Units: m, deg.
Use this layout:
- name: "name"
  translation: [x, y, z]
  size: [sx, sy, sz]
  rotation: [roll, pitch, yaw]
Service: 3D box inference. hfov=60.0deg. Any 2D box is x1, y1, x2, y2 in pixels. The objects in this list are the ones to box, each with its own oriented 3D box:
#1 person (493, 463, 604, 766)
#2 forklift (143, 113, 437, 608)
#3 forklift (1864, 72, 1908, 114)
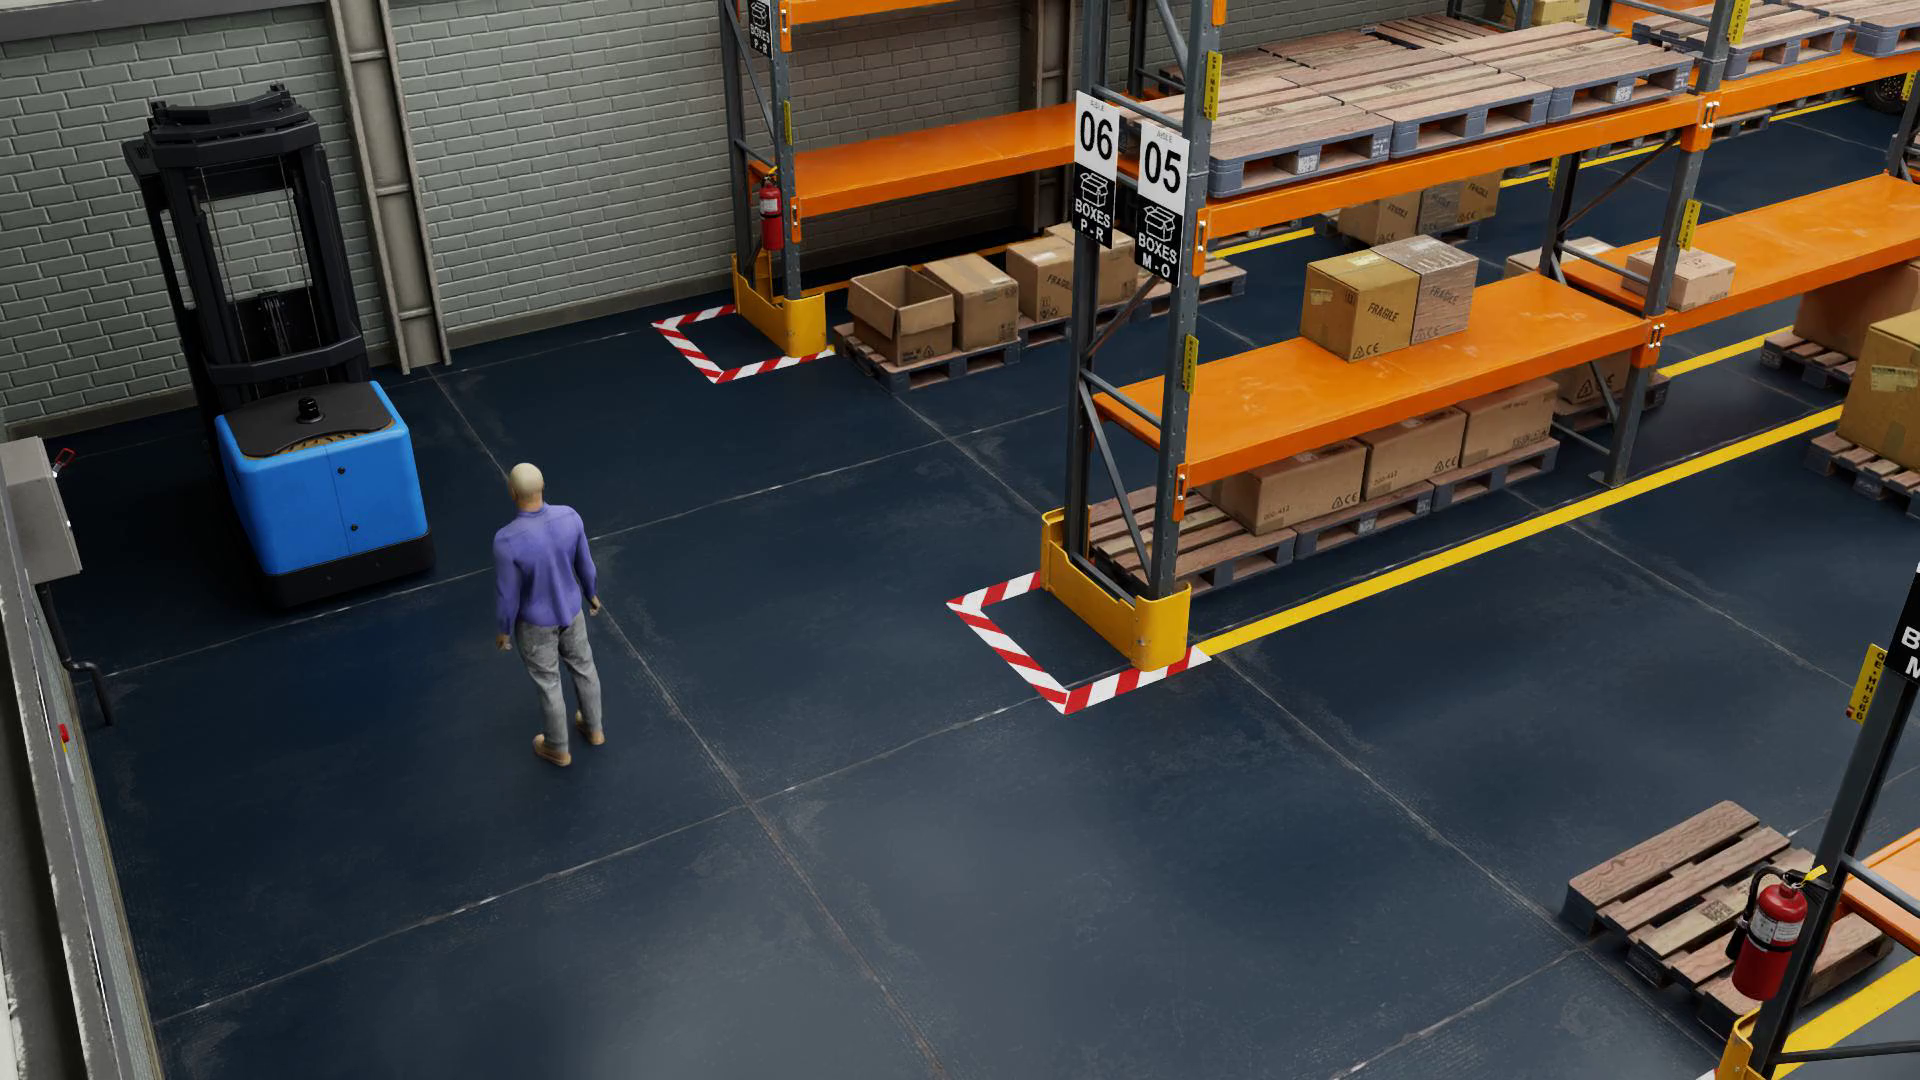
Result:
- name: "person"
  translation: [-2.168, 0.404, 8.833]
  size: [0.604, 1.797, 0.379]
  rotation: [-26, 40, -35]
- name: "forklift"
  translation: [-4.289, -1.259, 10.509]
  size: [1.129, 2.768, 1.873]
  rotation: [-17, 36, -26]
- name: "forklift"
  translation: [11.468, -5.645, 18.244]
  size: [1.214, 2.155, 2.313]
  rotation: [-17, 36, -26]
